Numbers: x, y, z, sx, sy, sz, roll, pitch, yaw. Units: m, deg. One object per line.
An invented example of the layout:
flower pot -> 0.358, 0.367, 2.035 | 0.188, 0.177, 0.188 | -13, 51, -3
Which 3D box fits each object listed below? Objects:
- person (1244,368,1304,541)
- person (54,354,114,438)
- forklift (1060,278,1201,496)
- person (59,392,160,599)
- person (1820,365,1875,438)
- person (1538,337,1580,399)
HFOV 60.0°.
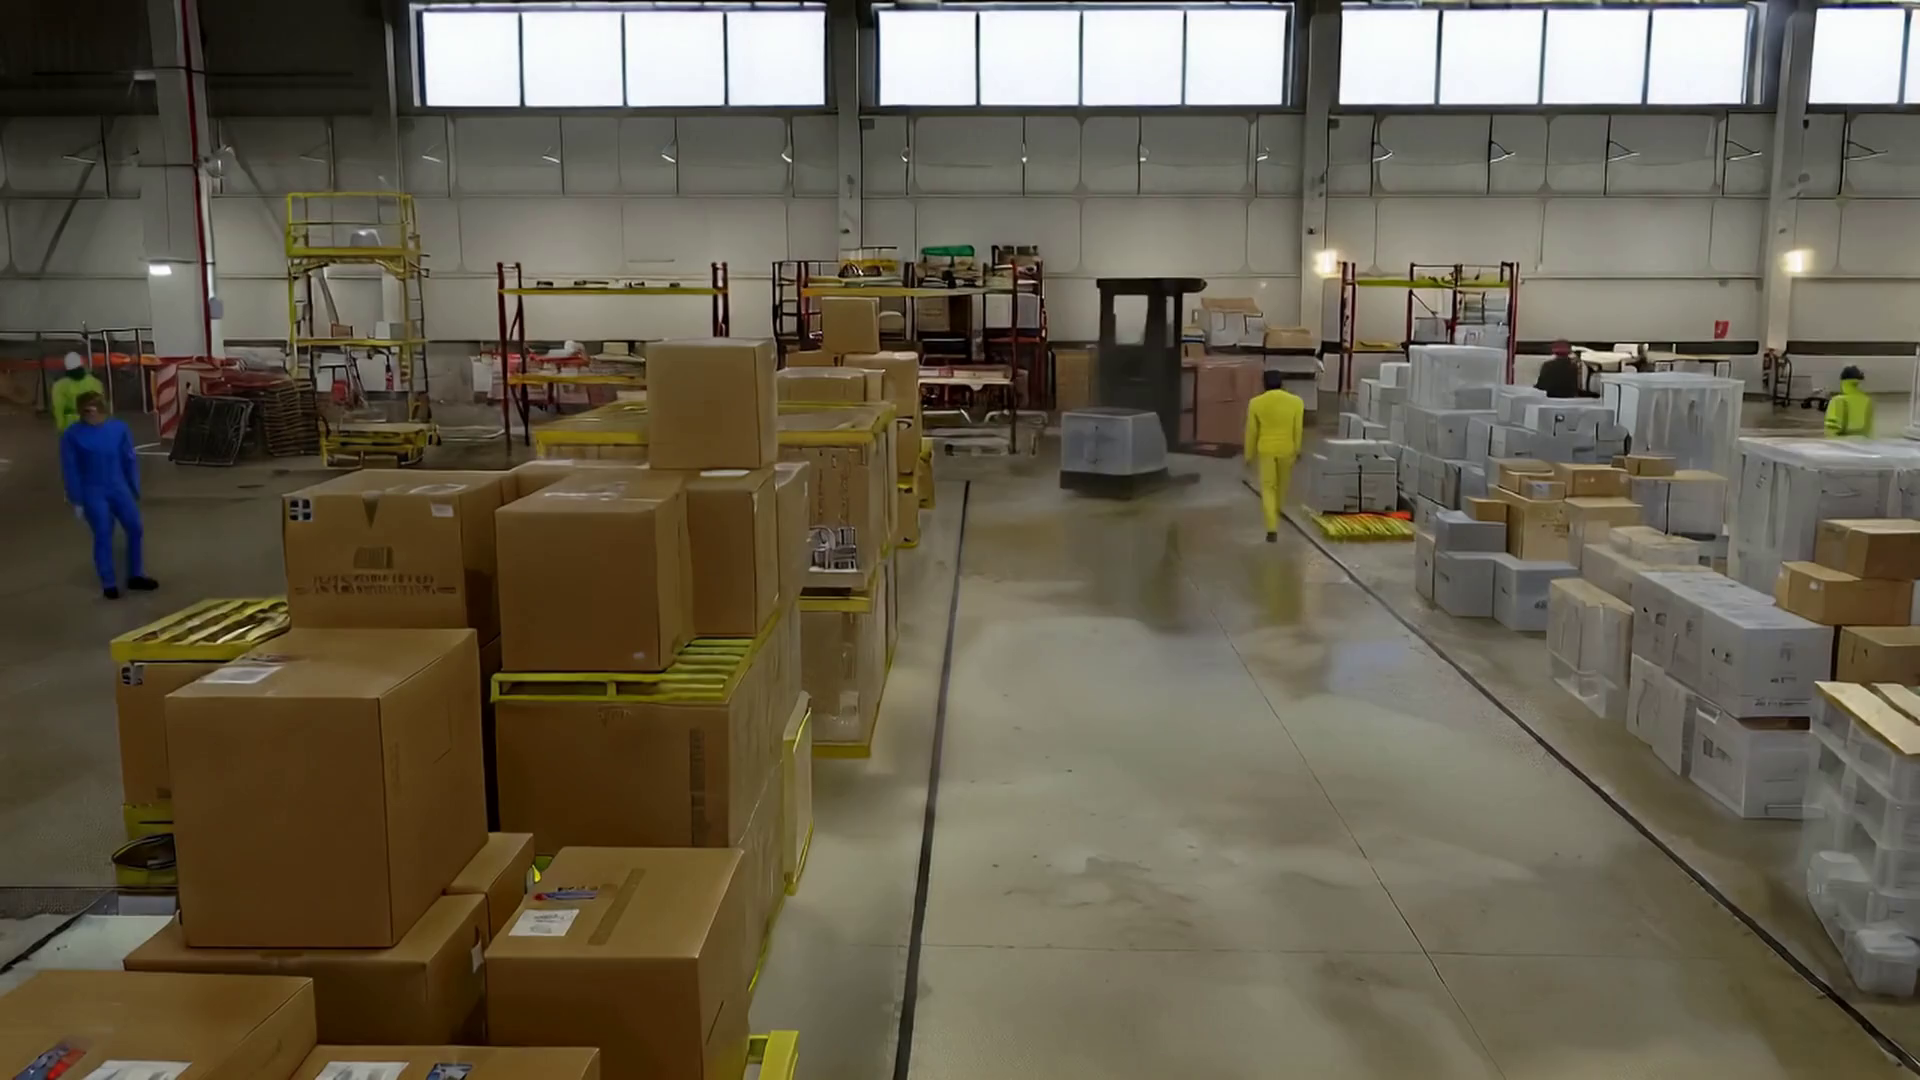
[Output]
person -> 3.457, -0.944, 18.303 | 0.641, 1.888, 1.001 | 0, 9, 1
person -> -11.303, -1.479, 21.531 | 1.008, 1.852, 0.629 | 5, 11, 30
forklift -> 2.268, -2.074, 22.058 | 1.129, 2.768, 1.873 | 7, 12, 38
person -> -7.704, -0.404, 15.019 | 0.436, 1.892, 0.761 | 7, 12, 35
person -> 9.975, -1.015, 18.685 | 0.553, 1.894, 0.983 | -3, 10, -16
person -> 8.672, -1.975, 24.204 | 0.618, 1.967, 0.686 | -1, 10, -8
